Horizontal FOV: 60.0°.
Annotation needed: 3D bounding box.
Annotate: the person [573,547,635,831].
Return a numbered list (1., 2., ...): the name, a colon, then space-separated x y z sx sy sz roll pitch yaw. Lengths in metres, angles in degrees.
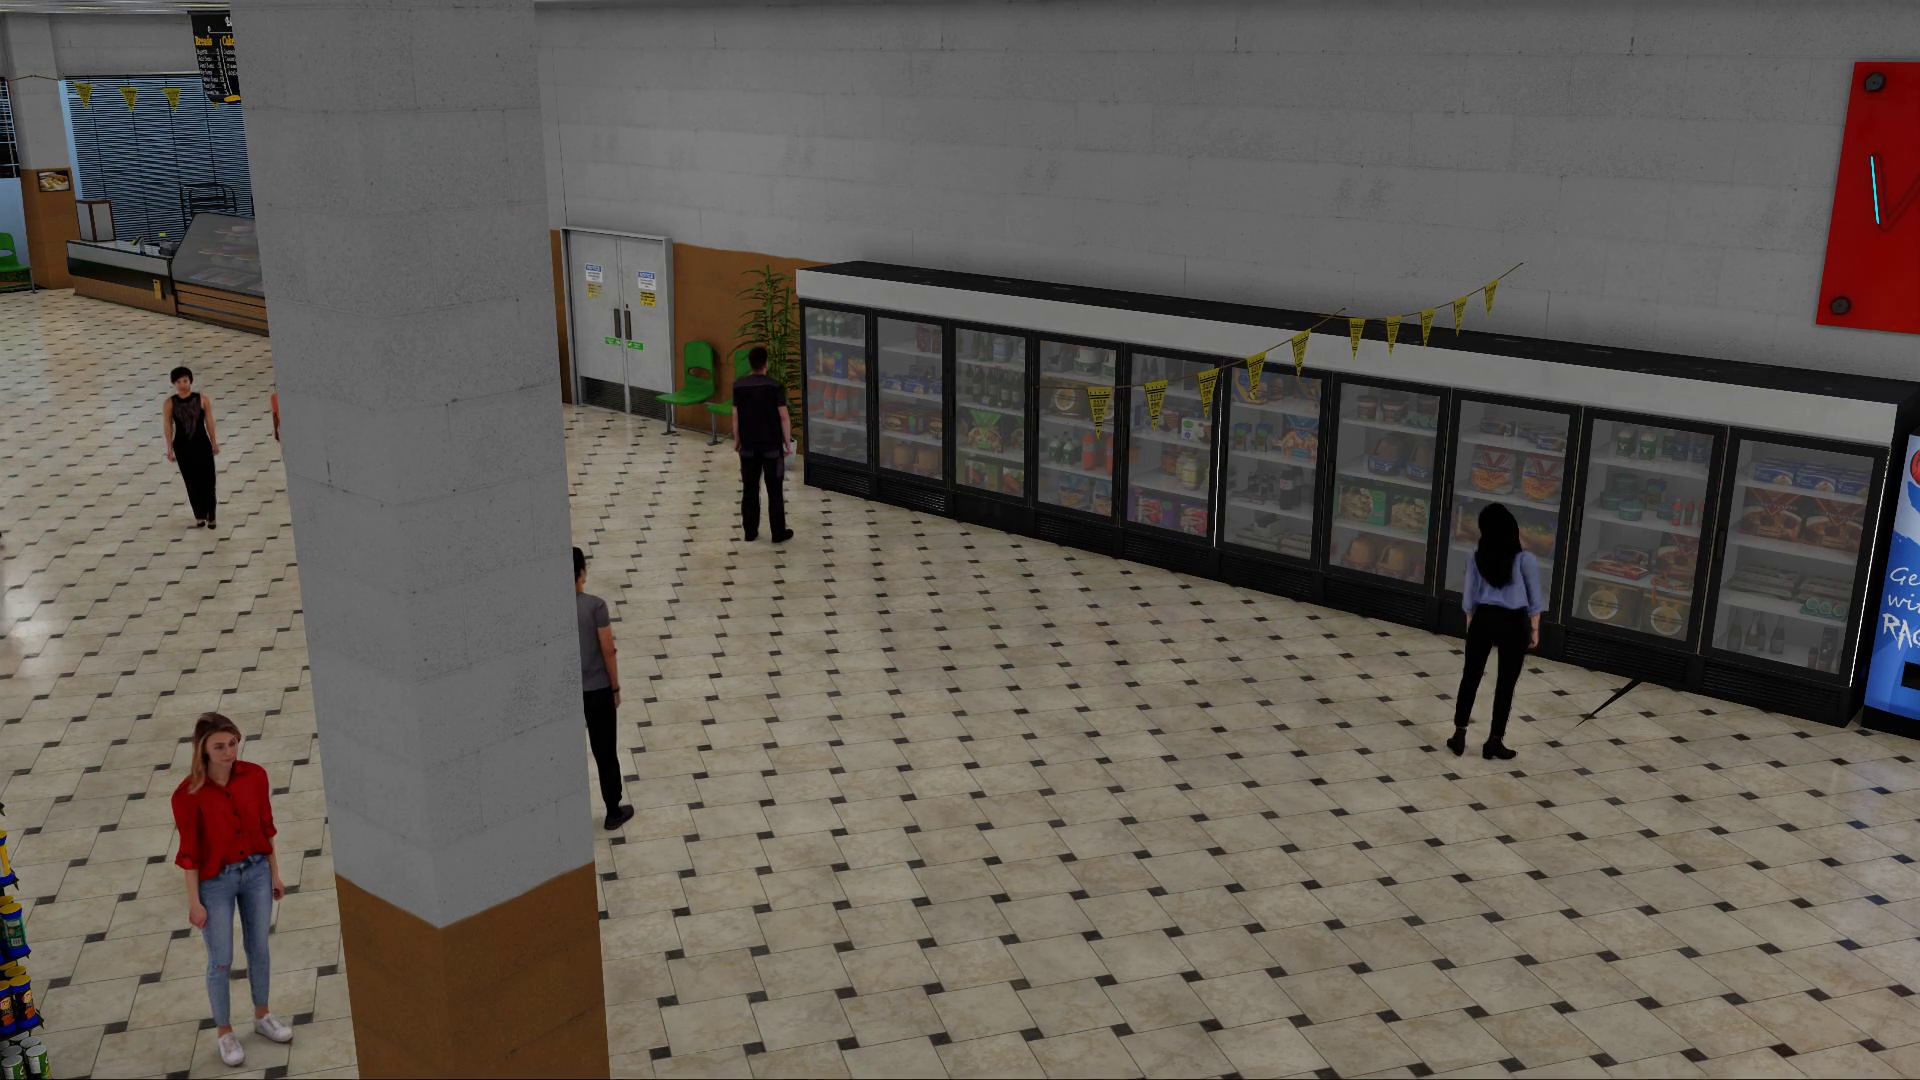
1. person: -2.259 0.886 9.926 0.707 1.754 0.729 2 17 6

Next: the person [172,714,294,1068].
1. person: -3.364 1.588 7.699 0.674 1.704 0.431 14 22 38

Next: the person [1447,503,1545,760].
1. person: 3.531 0.613 10.857 0.585 1.736 0.683 -12 21 -35

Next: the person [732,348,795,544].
1. person: -1.866 -0.894 15.629 0.807 1.846 0.772 4 17 12

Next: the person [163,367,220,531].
1. person: -7.413 -0.896 16.083 0.752 1.585 0.810 -7 18 -22
